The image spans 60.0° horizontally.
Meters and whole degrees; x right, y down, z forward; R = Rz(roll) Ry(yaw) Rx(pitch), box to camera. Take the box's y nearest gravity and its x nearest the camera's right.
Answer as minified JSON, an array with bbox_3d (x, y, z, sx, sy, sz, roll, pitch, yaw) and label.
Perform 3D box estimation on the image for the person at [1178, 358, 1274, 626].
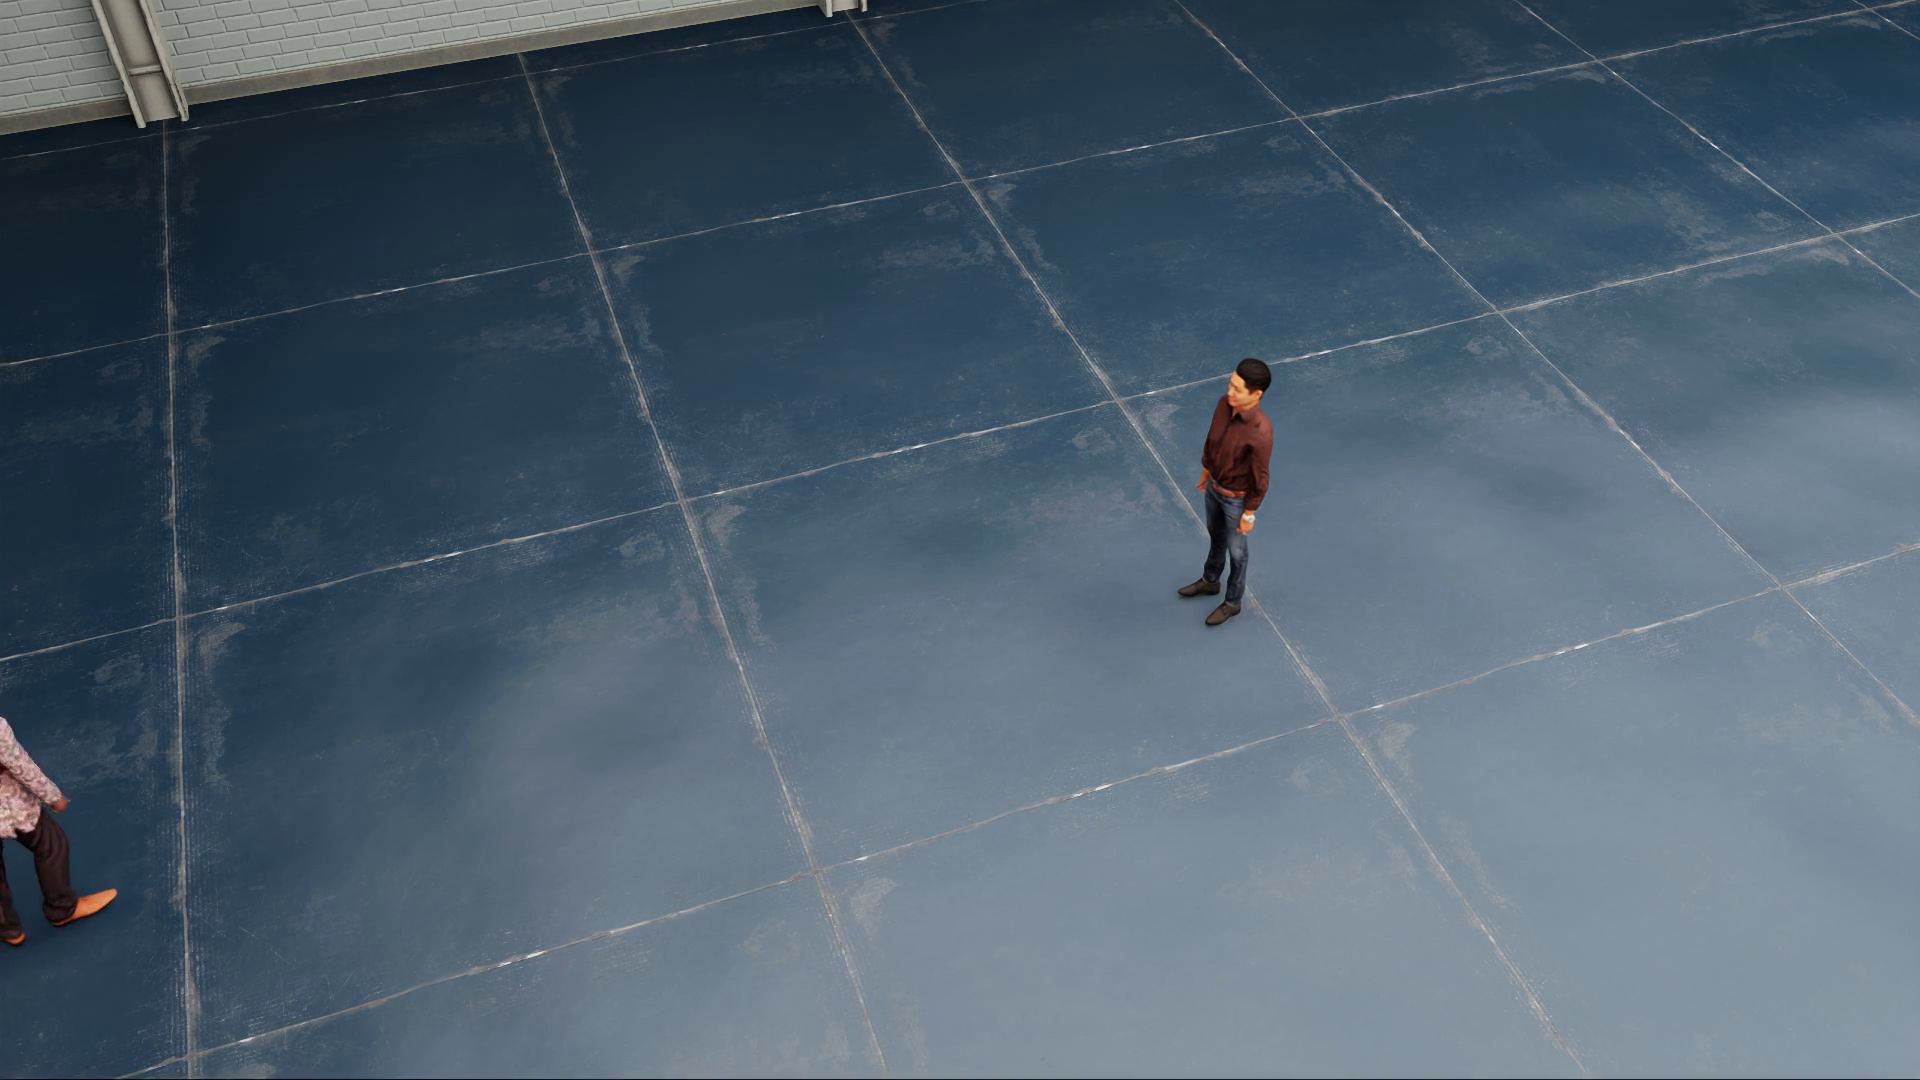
[{"bbox_3d":[1.515,-0.275,9.203,0.567,1.782,0.670,-20,47,-20],"label":"person"}]

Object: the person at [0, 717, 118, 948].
[{"bbox_3d":[-4.472,1.218,7.608,0.834,1.776,0.995,-3,43,-3],"label":"person"}]
